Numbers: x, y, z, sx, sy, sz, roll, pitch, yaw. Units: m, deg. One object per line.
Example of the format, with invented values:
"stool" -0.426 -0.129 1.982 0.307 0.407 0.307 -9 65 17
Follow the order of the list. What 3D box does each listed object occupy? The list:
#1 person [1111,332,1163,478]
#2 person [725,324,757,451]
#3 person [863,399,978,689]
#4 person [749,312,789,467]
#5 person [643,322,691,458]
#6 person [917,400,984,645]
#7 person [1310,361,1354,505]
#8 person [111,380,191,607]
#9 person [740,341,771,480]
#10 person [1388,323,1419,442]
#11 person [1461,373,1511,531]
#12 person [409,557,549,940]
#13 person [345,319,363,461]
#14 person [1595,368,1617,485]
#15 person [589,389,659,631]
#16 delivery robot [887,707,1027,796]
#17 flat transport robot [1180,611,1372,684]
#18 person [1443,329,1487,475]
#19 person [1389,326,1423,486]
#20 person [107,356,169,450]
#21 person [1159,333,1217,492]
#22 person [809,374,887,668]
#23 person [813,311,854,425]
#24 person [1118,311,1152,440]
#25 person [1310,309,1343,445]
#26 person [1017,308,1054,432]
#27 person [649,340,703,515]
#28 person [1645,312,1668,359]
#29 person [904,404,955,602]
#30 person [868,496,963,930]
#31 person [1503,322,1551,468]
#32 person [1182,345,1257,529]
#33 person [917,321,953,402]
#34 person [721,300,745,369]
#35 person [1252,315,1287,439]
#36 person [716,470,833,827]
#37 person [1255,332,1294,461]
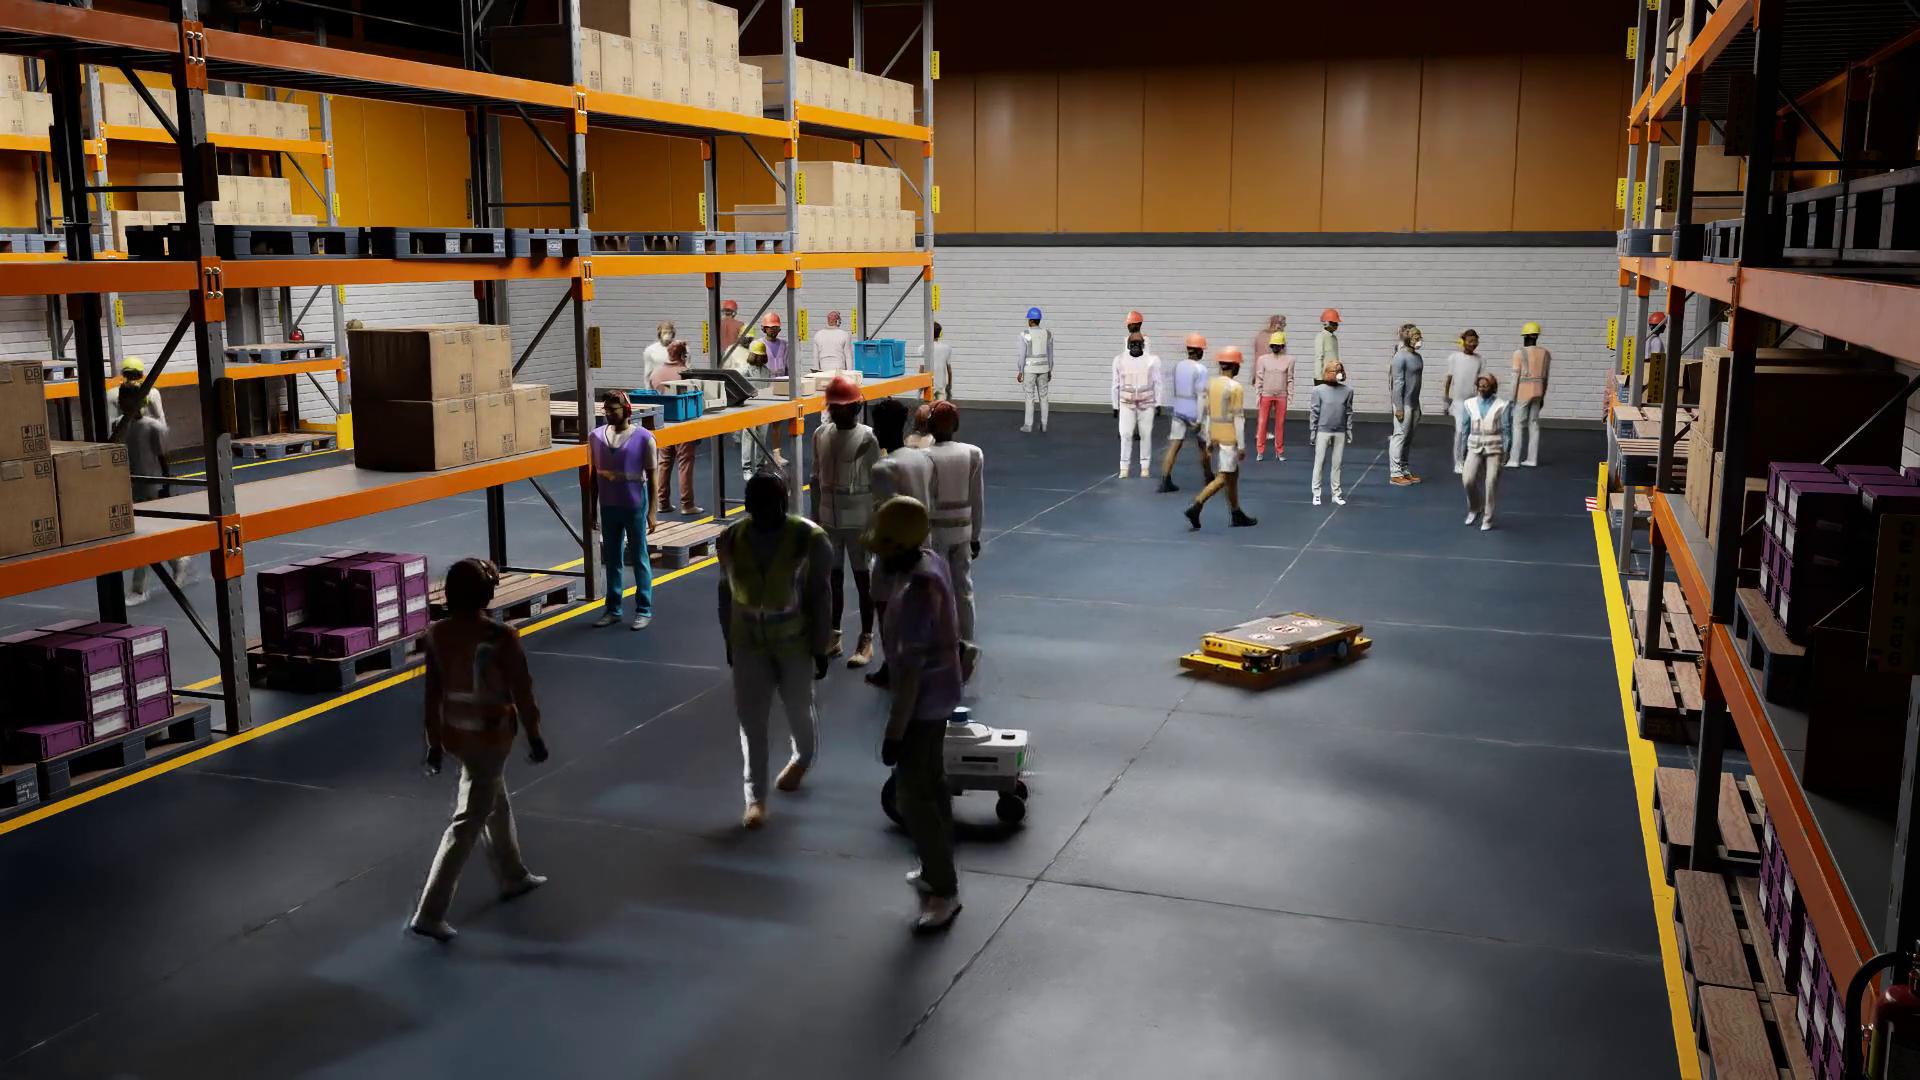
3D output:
"person" 2.219 -1.695 20.938 0.646 1.835 0.433 1 10 6
"person" -3.014 -2.147 23.569 0.604 1.802 0.600 -5 11 -28
"person" -0.298 0.052 10.817 0.746 1.938 0.641 7 12 36
"person" -2.491 -1.992 22.028 0.605 2.045 0.381 -7 12 -33
"person" -3.947 -2.003 22.539 0.640 1.899 1.020 -2 10 -11
"person" -0.122 -0.011 11.367 0.587 1.882 0.414 -5 11 -28
"person" 4.185 -1.204 18.743 0.507 1.633 0.274 -1 10 -8
"person" -6.733 -0.415 13.740 0.519 1.842 0.838 4 11 21
"person" -2.515 -1.608 20.732 0.311 1.737 0.483 8 13 40
"person" 6.262 -2.135 23.443 0.425 1.825 0.535 -5 11 -25
"person" 5.386 -0.898 17.049 0.530 1.628 0.360 7 12 33
"person" -2.112 0.879 7.149 0.511 1.599 0.858 6 12 31
"person" -8.139 -2.037 22.622 0.374 1.931 0.634 1 10 7
"person" 8.013 -1.516 20.137 0.311 1.768 0.524 -7 12 -36
"person" -2.558 -0.235 12.690 0.572 1.843 0.373 3 11 19
"delivery robot" -0.007 1.101 8.540 0.707 0.478 0.477 1 10 5
"flat transport robot" 2.237 0.734 11.669 0.652 0.197 1.431 10 14 43
"person" 6.475 -1.746 21.171 0.554 1.852 0.641 -1 10 -5
"person" 5.474 -1.640 20.342 0.369 1.939 0.631 8 13 36
"person" -8.713 -1.070 17.667 0.541 1.750 0.625 -2 10 -11
"person" 2.752 -1.513 19.793 0.555 1.895 0.959 10 14 44
"person" -0.799 -0.131 11.554 0.605 2.043 0.388 6 12 29
"person" -1.939 -2.595 25.812 0.654 1.906 0.408 4 11 20
"person" 2.625 -2.467 25.005 0.376 1.936 0.549 -7 12 -33
"person" 5.375 -2.373 24.339 0.417 1.988 0.620 6 12 32
"person" 1.176 -2.658 26.049 0.615 1.946 0.391 -5 11 -25
"person" -3.064 -1.225 18.139 0.637 1.899 0.395 5 11 27
"person" 10.280 -2.408 24.670 0.357 1.938 0.542 0 10 -1
"person" -0.268 -0.292 13.596 0.523 1.638 0.311 10 14 44
"person" -0.176 0.719 7.246 0.376 1.878 0.692 1 10 6
"person" 7.463 -1.901 21.880 0.590 1.921 0.386 -4 11 -21
"person" 2.684 -1.050 17.101 0.896 1.910 0.549 -4 11 -22
"person" -0.352 -2.110 23.202 0.532 1.863 0.310 -4 11 -20
"person" -3.952 -3.197 29.058 0.656 1.958 0.895 3 10 14
"person" 4.733 -2.447 25.040 0.587 1.879 0.674 -5 11 -27
"person" -0.946 0.518 8.610 0.633 1.814 0.843 1 10 7
"person" 4.263 -1.941 22.542 0.523 1.762 0.328 0 10 1
